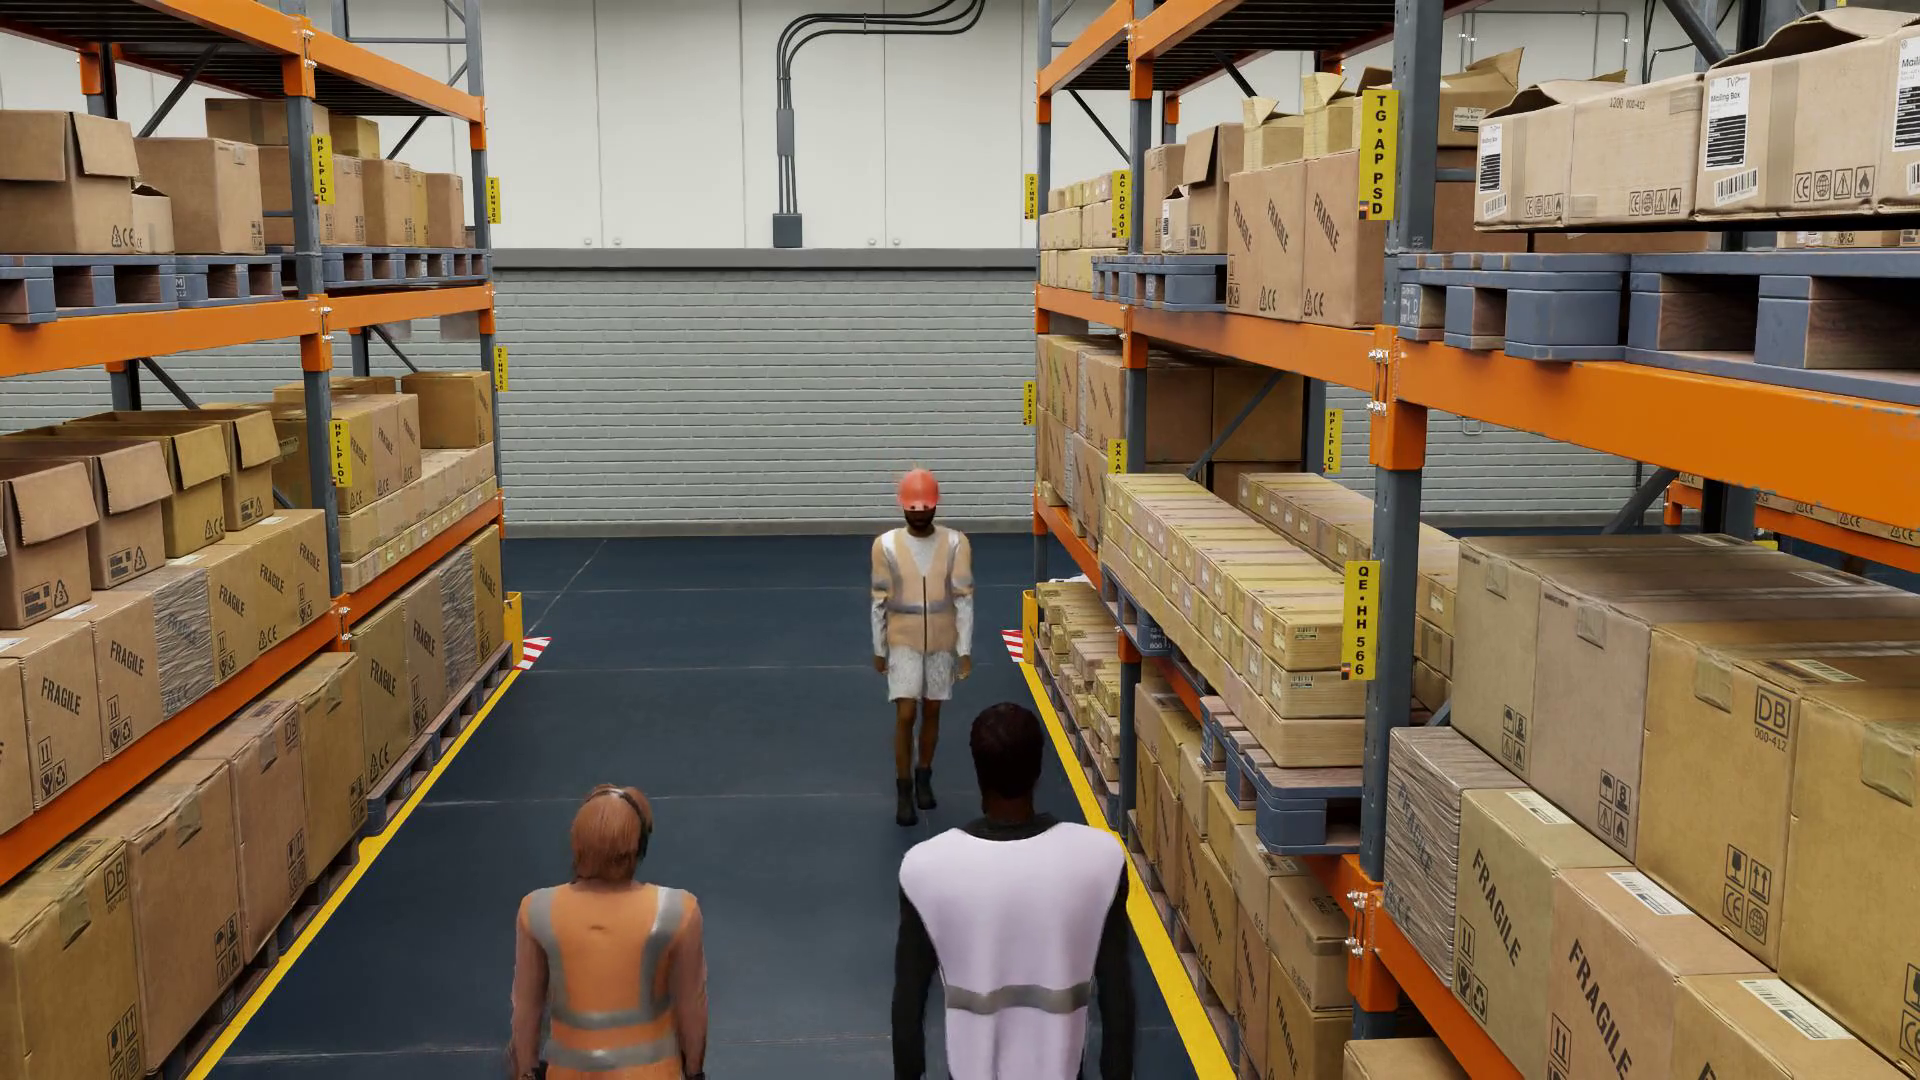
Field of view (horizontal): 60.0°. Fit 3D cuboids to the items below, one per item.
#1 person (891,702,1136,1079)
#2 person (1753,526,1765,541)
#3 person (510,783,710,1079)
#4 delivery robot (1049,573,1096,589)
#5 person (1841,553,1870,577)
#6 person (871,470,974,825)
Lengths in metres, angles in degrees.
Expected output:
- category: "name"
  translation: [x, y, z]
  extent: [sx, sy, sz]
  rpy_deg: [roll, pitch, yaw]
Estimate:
- category: "person"
  translation: [0.131, 1.353, 4.388]
  extent: [0.635, 1.897, 0.560]
  rpy_deg: [-1, 10, -4]
- category: "person"
  translation: [6.417, -0.084, 13.669]
  extent: [0.388, 1.622, 0.543]
  rpy_deg: [3, 10, 18]
- category: "person"
  translation: [-0.945, 1.475, 4.480]
  extent: [0.521, 1.631, 0.421]
  rpy_deg: [0, 10, 1]
- category: "delivery robot"
  translation: [1.060, 0.444, 13.423]
  extent: [0.707, 0.478, 0.477]
  rpy_deg: [1, 10, 7]
- category: "person"
  translation: [7.664, -0.330, 14.018]
  extent: [0.530, 2.001, 0.633]
  rpy_deg: [7, 12, 35]
- category: "person"
  translation: [-0.192, 0.576, 8.968]
  extent: [0.545, 1.906, 0.743]
  rpy_deg: [-1, 10, -9]
